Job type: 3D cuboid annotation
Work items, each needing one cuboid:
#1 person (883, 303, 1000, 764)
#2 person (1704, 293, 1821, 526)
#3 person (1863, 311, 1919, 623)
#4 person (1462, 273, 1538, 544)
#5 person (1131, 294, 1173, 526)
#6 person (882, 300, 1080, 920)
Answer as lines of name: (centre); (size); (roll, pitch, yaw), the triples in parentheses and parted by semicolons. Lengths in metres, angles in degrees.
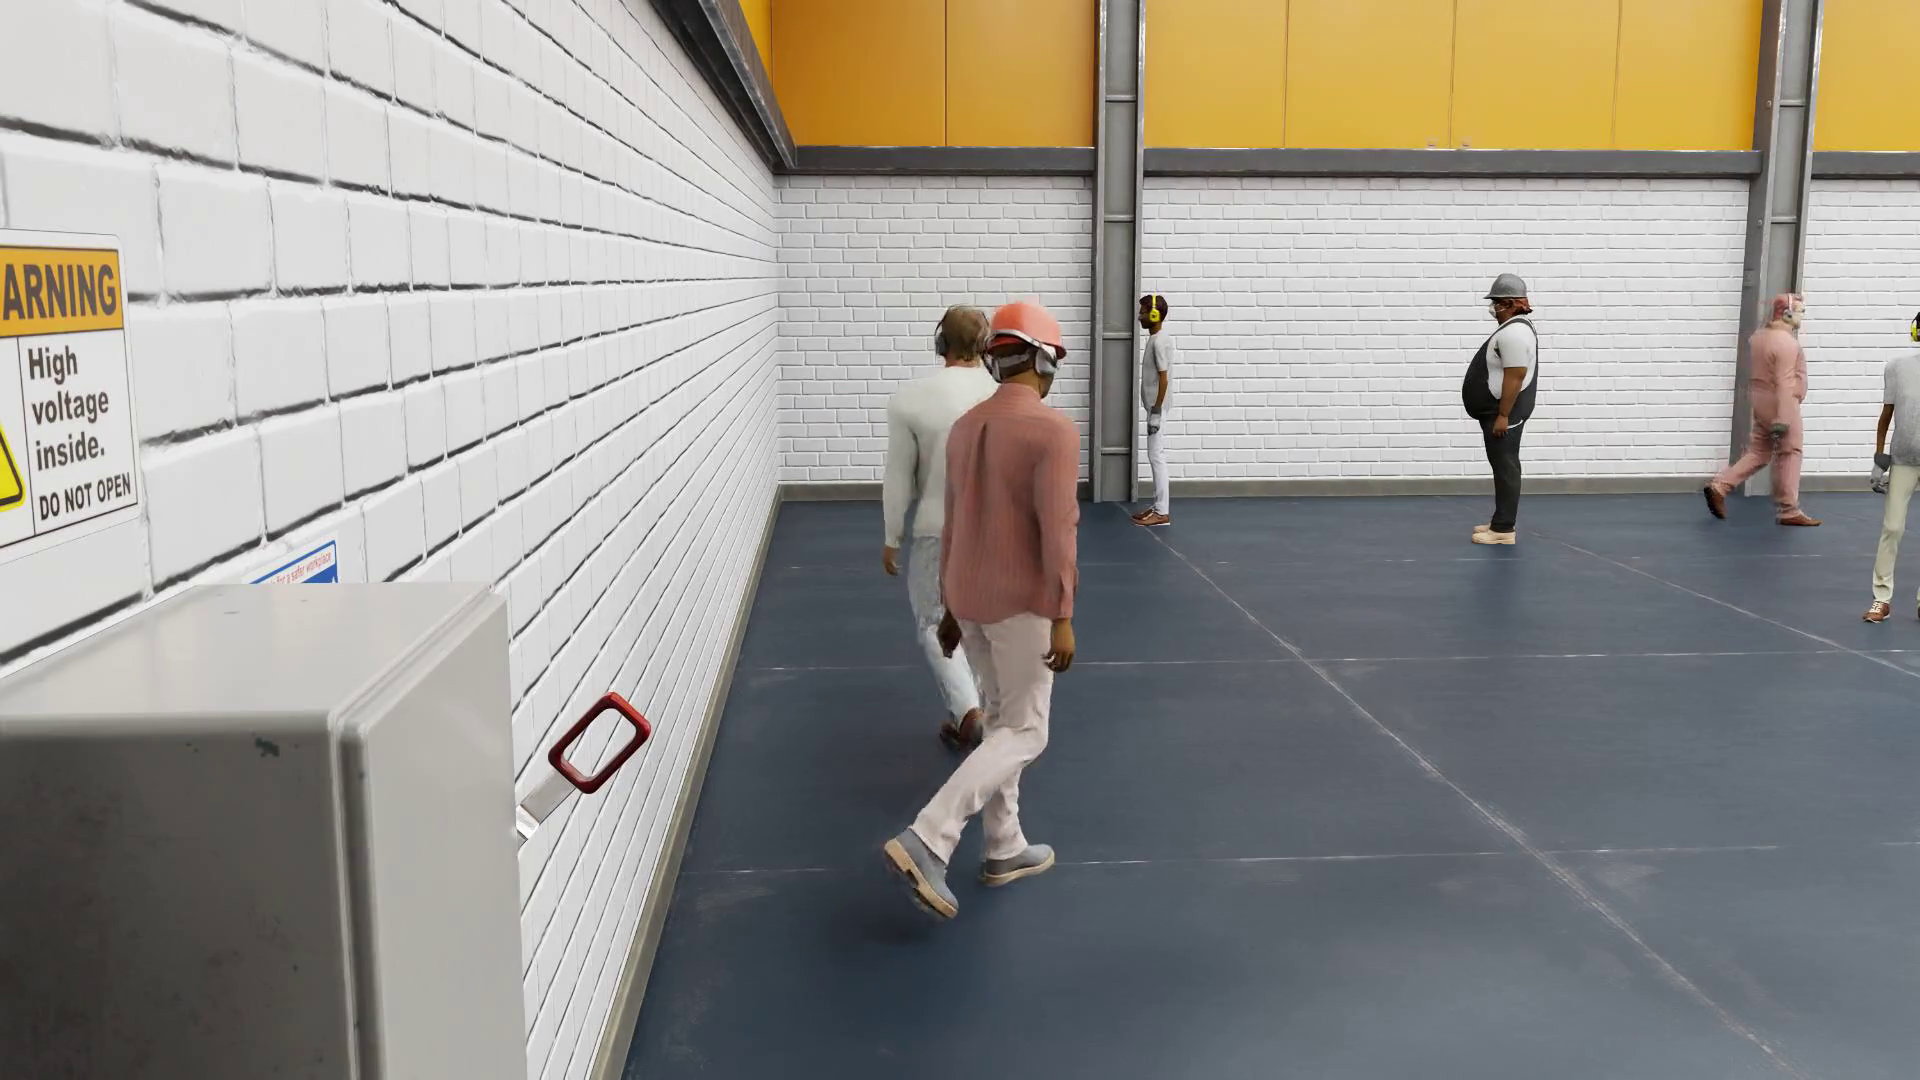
person: (0.022, -0.006, 6.792); (0.631, 1.917, 0.836); (-3, 10, -18)
person: (6.539, -1.048, 13.418); (0.797, 1.885, 0.645); (0, 9, 2)
person: (5.545, -0.430, 9.592); (0.517, 1.874, 0.327); (5, 11, 31)
person: (4.079, -0.995, 12.604); (0.539, 2.000, 0.689); (3, 10, 21)
person: (1.563, -1.045, 13.469); (0.314, 1.864, 0.536); (1, 9, 5)
person: (0.065, 0.212, 5.325); (0.806, 1.949, 0.647); (-6, 11, -35)
